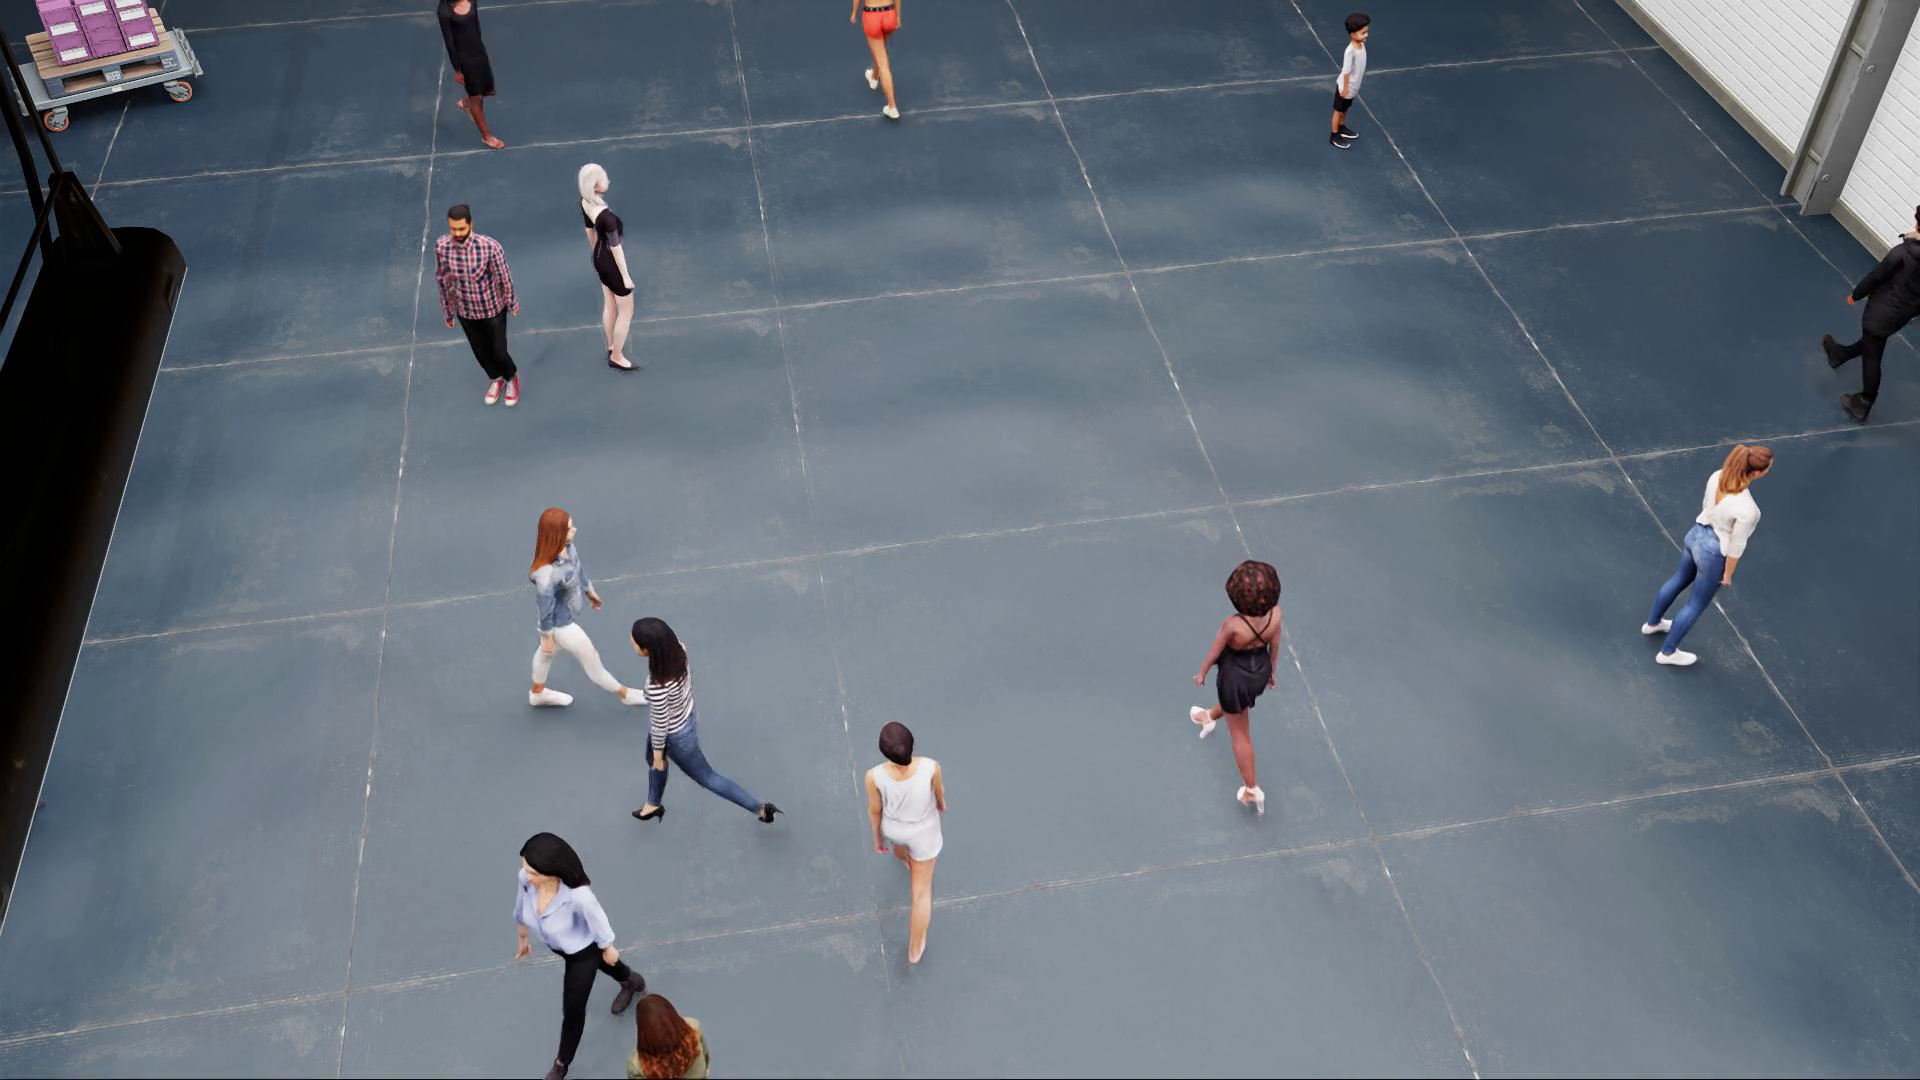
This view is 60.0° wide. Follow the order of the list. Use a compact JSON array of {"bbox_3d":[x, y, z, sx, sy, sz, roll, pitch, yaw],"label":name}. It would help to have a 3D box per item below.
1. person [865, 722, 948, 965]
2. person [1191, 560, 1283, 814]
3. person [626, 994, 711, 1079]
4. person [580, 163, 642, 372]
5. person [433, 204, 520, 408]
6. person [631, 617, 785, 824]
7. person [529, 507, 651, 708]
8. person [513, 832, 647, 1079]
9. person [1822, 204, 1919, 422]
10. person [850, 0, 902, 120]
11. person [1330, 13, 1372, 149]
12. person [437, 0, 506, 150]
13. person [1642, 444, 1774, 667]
[{"bbox_3d":[-0.271,1.628,8.973,0.746,1.564,1.160,2,44,2],"label":"person"},{"bbox_3d":[1.670,0.886,9.627,0.777,1.735,1.153,-18,46,-18],"label":"person"},{"bbox_3d":[-1.379,2.646,7.968,0.663,1.476,0.680,-32,52,-29],"label":"person"},{"bbox_3d":[-2.678,-2.084,12.681,0.656,1.824,0.765,33,52,30],"label":"person"},{"bbox_3d":[-3.561,-1.803,12.436,0.760,1.754,0.740,7,44,8],"label":"person"},{"bbox_3d":[-1.491,1.121,9.373,0.882,1.746,1.168,4,44,4],"label":"person"},{"bbox_3d":[-2.514,0.477,10.118,0.794,1.651,1.062,0,44,0],"label":"person"},{"bbox_3d":[-1.903,1.999,8.483,1.118,1.702,1.200,24,48,23],"label":"person"},{"bbox_3d":[6.914,-1.651,12.291,0.628,1.734,1.063,-8,44,-8],"label":"person"},{"bbox_3d":[-0.735,-4.812,15.601,0.787,1.745,1.200,-16,46,-16],"label":"person"},{"bbox_3d":[3.601,-4.272,15.385,0.642,1.261,0.576,23,48,22],"label":"person"},{"bbox_3d":[-4.544,-4.398,15.193,0.924,1.709,0.871,24,48,23],"label":"person"},{"bbox_3d":[4.711,0.080,10.486,0.679,1.718,0.495,-3,44,-3],"label":"person"}]
